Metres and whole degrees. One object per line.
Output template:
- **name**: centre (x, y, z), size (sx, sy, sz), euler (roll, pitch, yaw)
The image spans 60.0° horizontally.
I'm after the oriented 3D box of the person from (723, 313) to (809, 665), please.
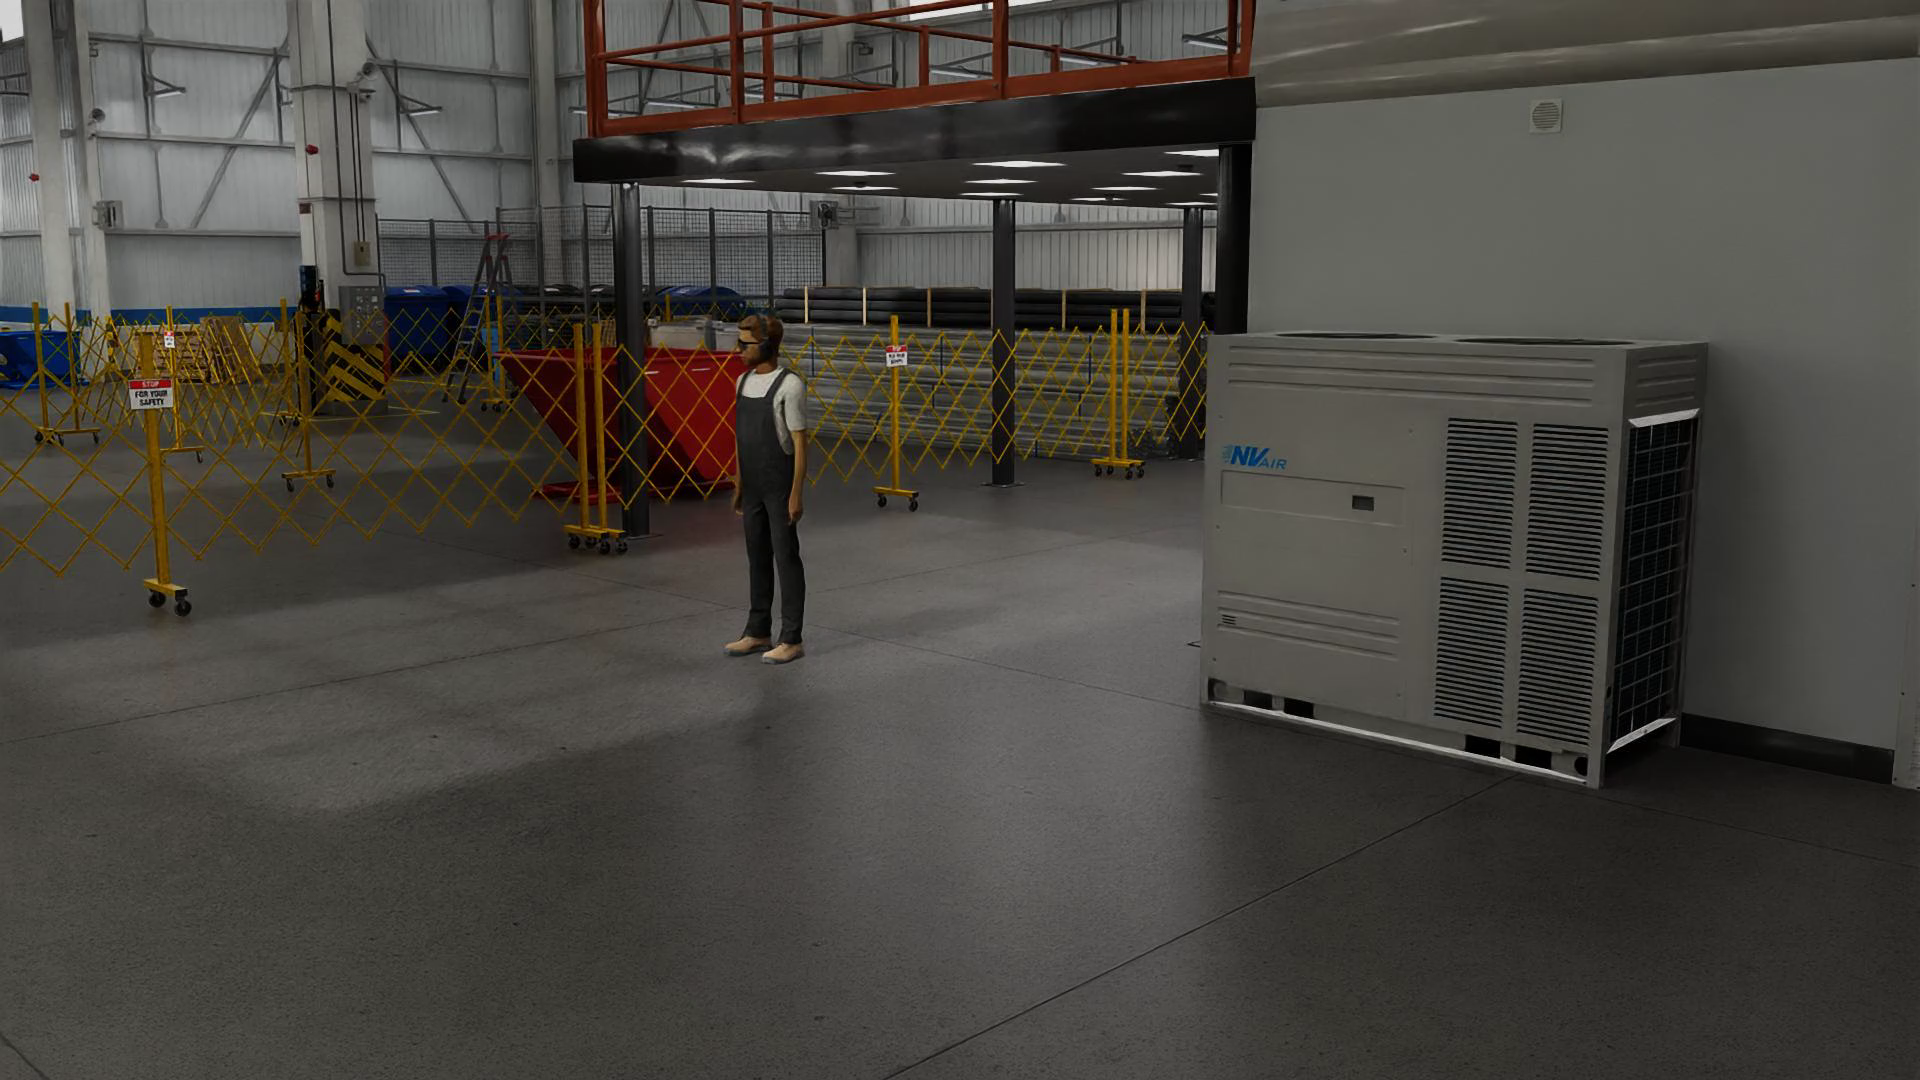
- **person**: centre (-1.011, -0.267, 8.759), size (0.507, 1.842, 0.351), euler (9, 13, 43)
